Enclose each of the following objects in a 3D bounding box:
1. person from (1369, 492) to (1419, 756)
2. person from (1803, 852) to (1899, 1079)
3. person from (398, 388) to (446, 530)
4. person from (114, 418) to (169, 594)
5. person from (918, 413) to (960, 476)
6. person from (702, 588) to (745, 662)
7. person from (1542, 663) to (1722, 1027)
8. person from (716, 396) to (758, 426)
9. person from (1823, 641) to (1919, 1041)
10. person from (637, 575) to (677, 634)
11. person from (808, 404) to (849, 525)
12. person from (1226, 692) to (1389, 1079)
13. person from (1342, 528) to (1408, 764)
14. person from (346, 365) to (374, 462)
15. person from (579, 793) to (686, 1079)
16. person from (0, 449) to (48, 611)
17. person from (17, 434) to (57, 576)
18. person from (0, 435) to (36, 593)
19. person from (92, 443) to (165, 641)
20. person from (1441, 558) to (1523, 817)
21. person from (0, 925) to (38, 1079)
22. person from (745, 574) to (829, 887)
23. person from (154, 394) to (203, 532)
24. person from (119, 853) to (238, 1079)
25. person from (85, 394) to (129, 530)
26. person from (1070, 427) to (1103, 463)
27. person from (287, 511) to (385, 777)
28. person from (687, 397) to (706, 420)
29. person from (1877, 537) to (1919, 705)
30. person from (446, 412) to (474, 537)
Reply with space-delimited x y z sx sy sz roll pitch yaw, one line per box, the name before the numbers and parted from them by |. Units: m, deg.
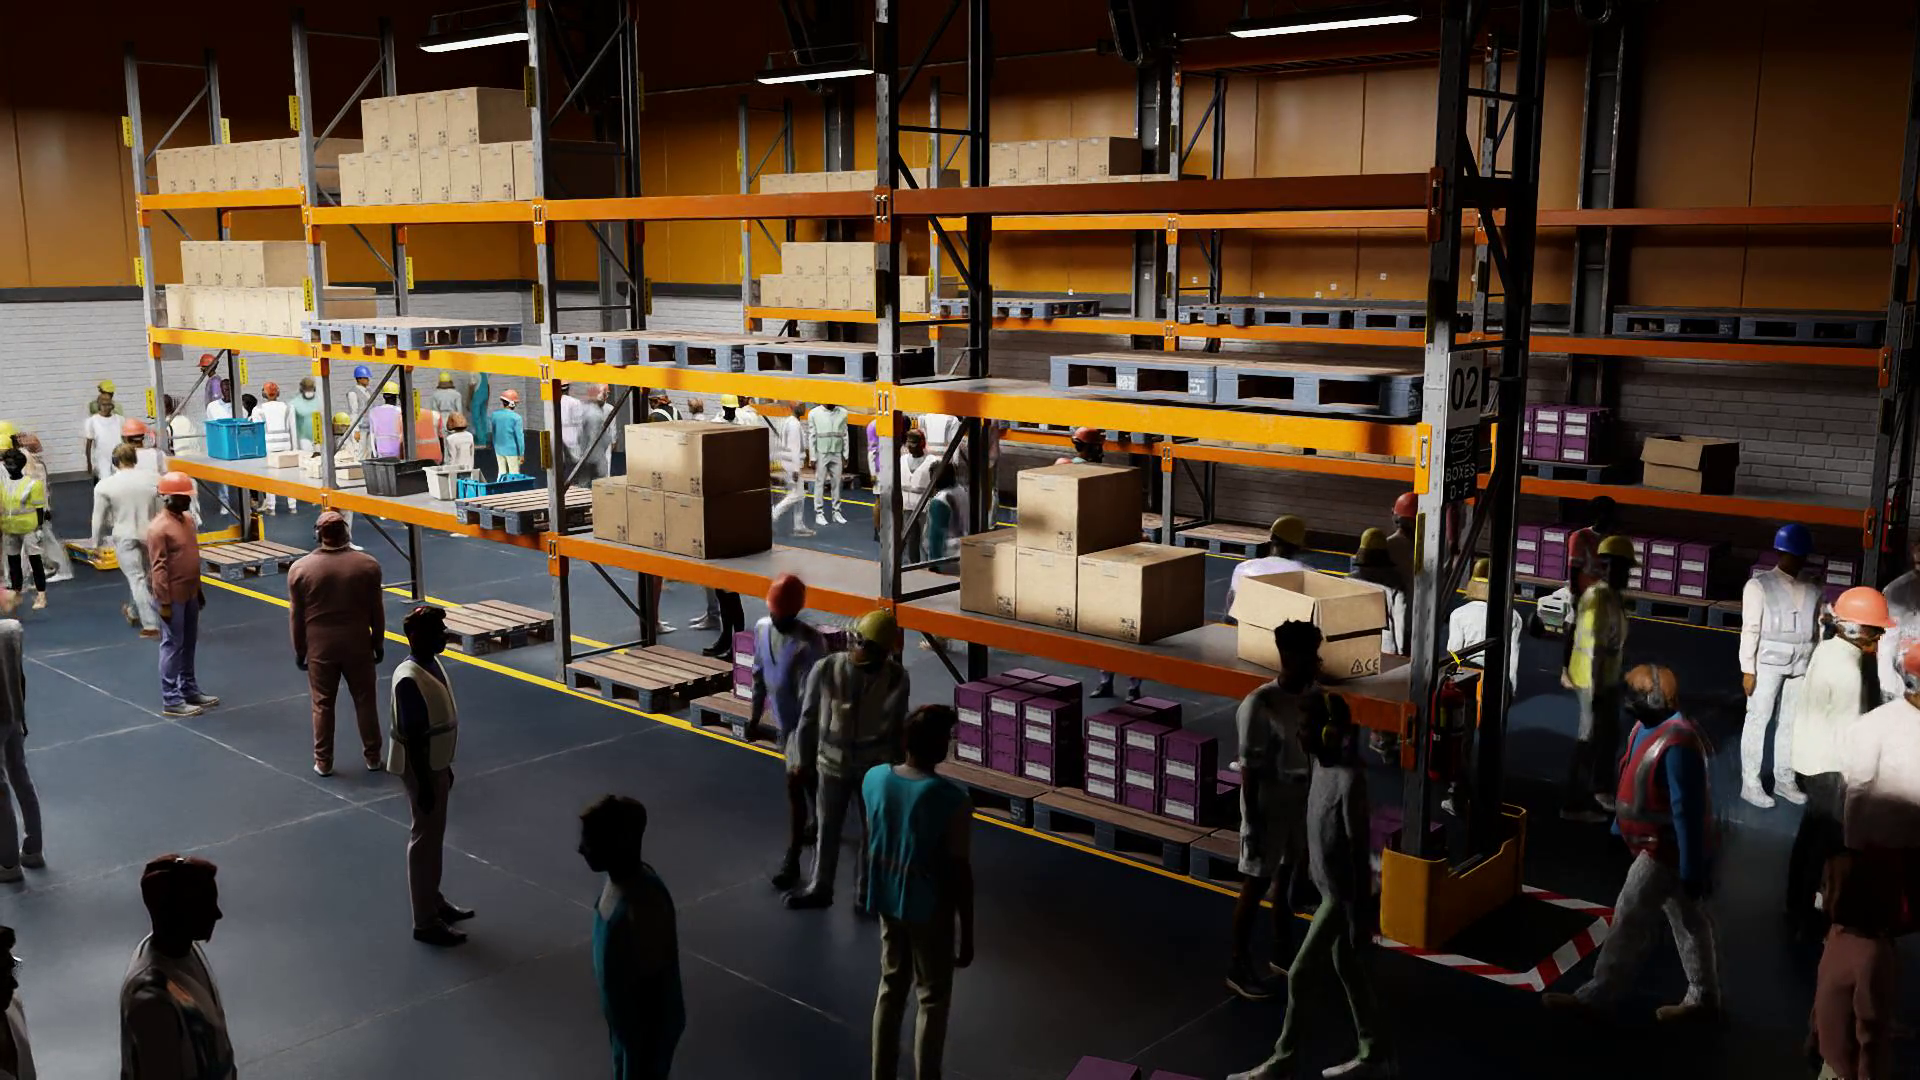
person | 3.300 0.619 12.357 0.617 1.986 0.408 -6 12 -31
person | 3.182 1.916 6.026 0.380 1.619 0.531 3 11 17
person | -7.155 -1.083 22.121 0.613 1.938 0.479 -7 12 -34
person | -8.882 -0.368 18.099 0.401 1.921 0.577 9 14 42
person | -0.283 -1.036 22.028 0.568 1.878 0.351 3 10 14
person | -2.152 0.131 15.162 0.361 1.963 0.615 -5 11 -27
person | 3.288 1.478 8.025 0.921 1.793 0.632 3 10 14
person | -2.941 -1.095 22.096 0.614 1.962 0.362 2 10 12
person | 4.487 1.400 7.985 0.665 1.967 0.612 -4 11 -19
person | -3.015 -0.025 16.218 0.402 1.909 0.599 -6 12 -31
person | -1.787 -1.165 22.647 0.589 1.912 0.392 -6 12 -29
person | 1.554 1.572 7.385 0.883 1.832 0.559 0 10 -2
person | 3.013 0.773 12.196 0.490 1.735 0.327 2 10 12
person | -9.191 -1.714 25.639 0.389 1.949 0.604 1 10 7
person | -1.181 1.806 6.059 0.344 1.836 0.513 -4 11 -24
person | -9.748 -0.106 17.258 0.532 1.698 0.319 0 10 1
person | -10.598 -0.402 19.100 0.310 1.640 0.514 -9 13 -41
person | -10.413 -0.282 18.162 0.488 1.736 0.362 -2 10 -13
person | -8.062 -0.001 16.129 1.023 1.882 0.659 9 13 41
person | 3.454 0.976 11.041 0.481 1.735 0.312 0 10 -2
person | -2.921 2.008 4.937 0.386 1.835 0.568 -1 10 -7
person | -0.974 1.087 10.107 0.604 1.865 0.880 9 13 41
person | -10.143 -0.945 21.473 0.441 1.891 0.593 1 10 7
person | -2.493 1.910 5.364 0.359 1.879 0.586 -3 11 -18
person | -11.317 -1.042 22.227 0.832 1.809 0.520 8 13 38
person | 1.219 -0.128 16.449 0.412 2.033 0.612 -5 11 -24
person | -4.457 0.740 11.932 0.643 1.900 0.398 -4 11 -21
person | -3.760 -1.243 23.862 0.313 1.637 0.522 -5 11 -27
person | 6.447 0.902 11.097 0.690 1.870 0.467 0 10 3
person | -6.500 -0.850 21.646 0.270 1.632 0.504 4 11 21
